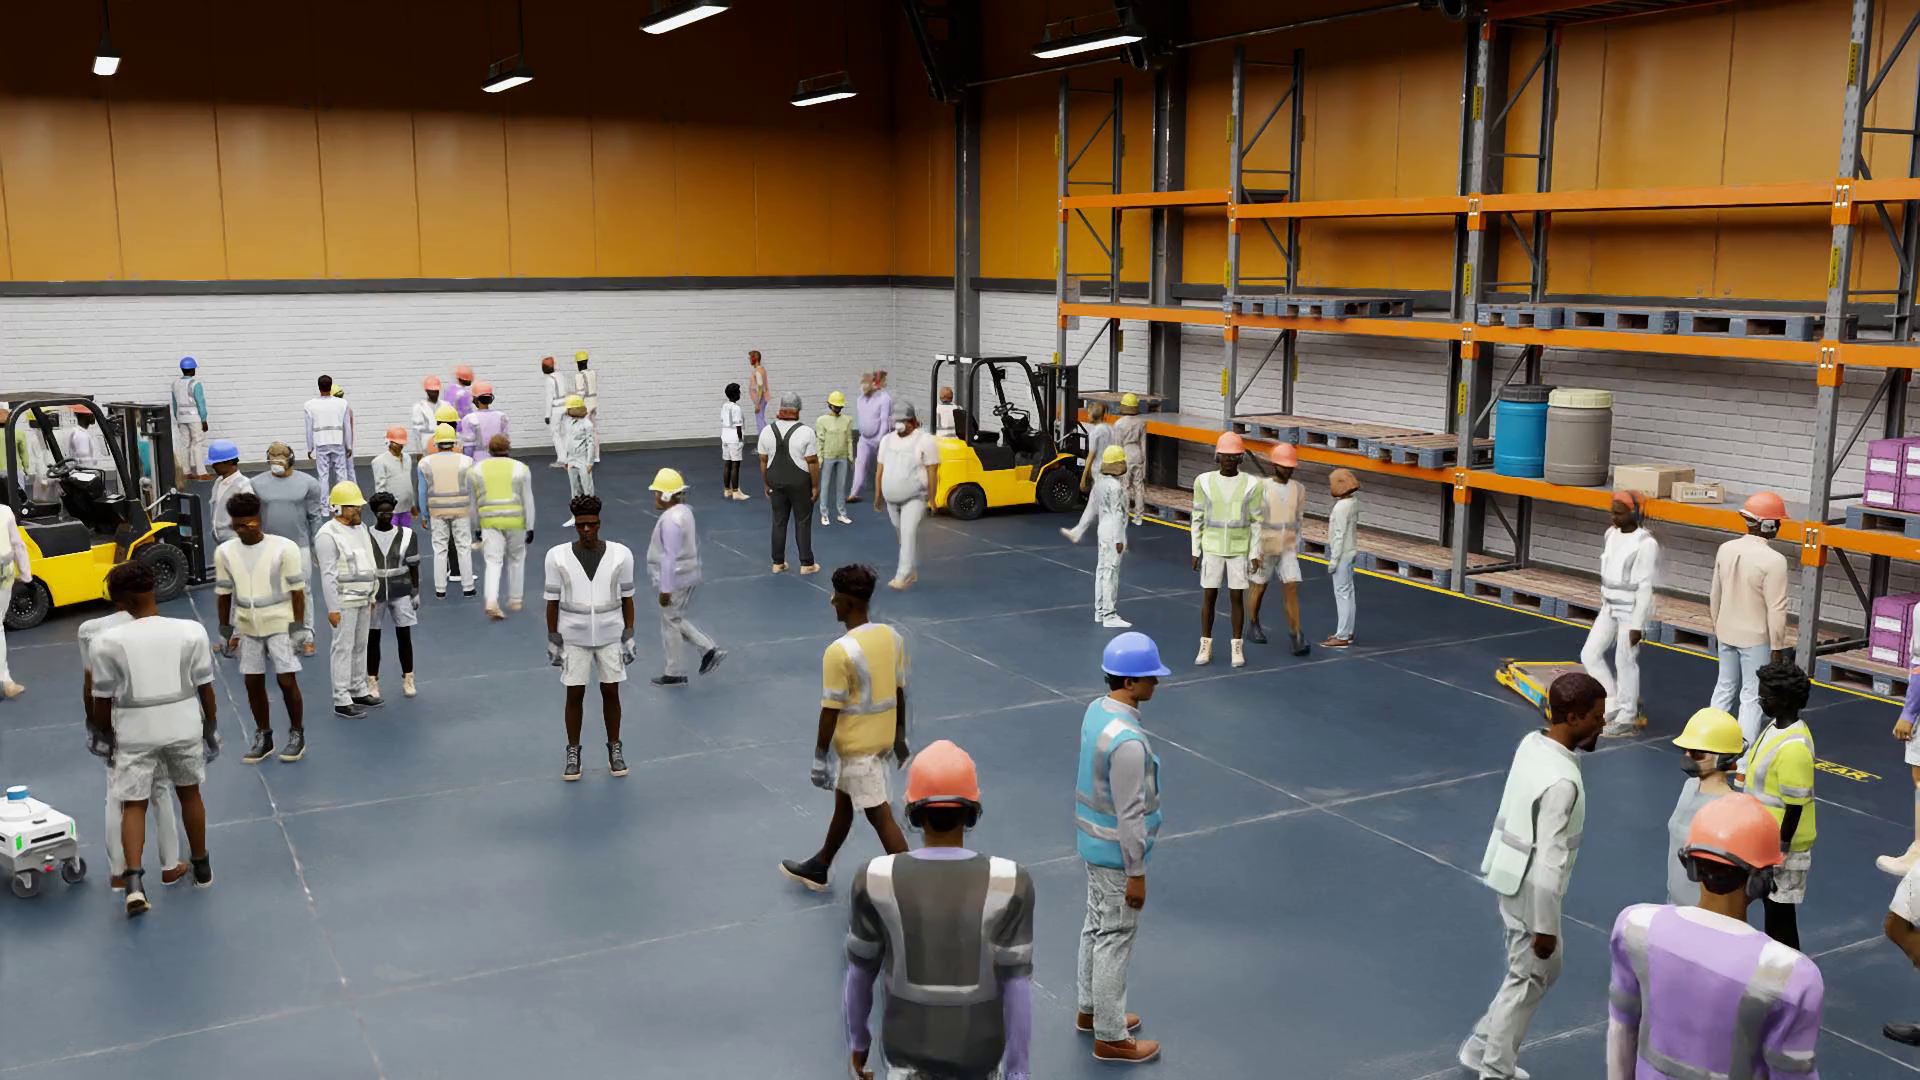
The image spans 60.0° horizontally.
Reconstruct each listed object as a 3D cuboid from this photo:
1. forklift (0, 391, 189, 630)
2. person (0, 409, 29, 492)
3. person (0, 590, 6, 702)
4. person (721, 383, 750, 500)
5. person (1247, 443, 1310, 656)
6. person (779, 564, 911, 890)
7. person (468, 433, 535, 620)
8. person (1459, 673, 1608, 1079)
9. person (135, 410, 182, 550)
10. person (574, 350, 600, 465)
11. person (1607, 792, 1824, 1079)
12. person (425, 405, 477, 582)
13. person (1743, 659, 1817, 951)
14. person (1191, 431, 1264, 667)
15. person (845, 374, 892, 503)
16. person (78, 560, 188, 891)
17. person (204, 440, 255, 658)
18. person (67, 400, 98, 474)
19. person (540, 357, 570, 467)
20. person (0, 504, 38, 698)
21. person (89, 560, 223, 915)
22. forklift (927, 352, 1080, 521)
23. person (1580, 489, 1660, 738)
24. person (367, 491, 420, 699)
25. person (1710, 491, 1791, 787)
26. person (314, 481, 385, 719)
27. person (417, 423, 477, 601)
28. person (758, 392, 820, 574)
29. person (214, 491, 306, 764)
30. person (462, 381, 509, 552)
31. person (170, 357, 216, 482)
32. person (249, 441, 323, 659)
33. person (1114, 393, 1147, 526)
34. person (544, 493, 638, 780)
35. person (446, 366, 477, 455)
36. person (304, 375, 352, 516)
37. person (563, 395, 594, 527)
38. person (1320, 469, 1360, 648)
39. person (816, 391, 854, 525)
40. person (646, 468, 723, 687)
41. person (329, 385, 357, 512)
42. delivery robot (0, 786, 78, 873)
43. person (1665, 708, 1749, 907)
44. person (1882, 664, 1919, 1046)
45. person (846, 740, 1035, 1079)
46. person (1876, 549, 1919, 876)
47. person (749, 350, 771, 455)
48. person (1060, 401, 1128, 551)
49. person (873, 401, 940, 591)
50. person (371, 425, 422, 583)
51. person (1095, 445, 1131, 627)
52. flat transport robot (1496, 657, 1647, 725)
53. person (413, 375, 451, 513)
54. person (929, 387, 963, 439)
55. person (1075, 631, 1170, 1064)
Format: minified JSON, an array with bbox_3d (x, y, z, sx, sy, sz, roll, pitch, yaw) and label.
[{"bbox_3d":[-9.026,-0.363,16.508,1.214,2.155,2.313,6,11,29],"label":"forklift"},{"bbox_3d":[-12.009,-0.855,20.960,0.507,1.631,0.270,-9,13,-41],"label":"person"},{"bbox_3d":[-6.259,0.864,10.295,0.639,1.903,0.409,-4,11,-24],"label":"person"},{"bbox_3d":[-3.271,-1.425,24.057,0.319,1.696,0.532,-6,12,-32],"label":"person"},{"bbox_3d":[2.852,0.072,14.908,0.560,1.885,0.985,-2,10,-12],"label":"person"},{"bbox_3d":[-0.565,1.075,9.039,1.032,1.914,0.621,5,11,28],"label":"person"},{"bbox_3d":[-4.496,-0.135,16.343,0.629,1.809,0.857,-2,10,-9],"label":"person"},{"bbox_3d":[2.373,1.459,6.919,0.500,1.887,0.607,2,10,9],"label":"person"},{"bbox_3d":[-9.472,-0.675,19.402,0.534,1.812,0.827,6,12,33],"label":"person"},{"bbox_3d":[-6.308,-2.226,28.011,0.381,1.923,0.591,3,10,17],"label":"person"},{"bbox_3d":[2.200,1.733,4.899,0.397,2.035,0.611,-8,13,-40],"label":"person"},{"bbox_3d":[-5.559,-0.504,18.089,0.585,1.927,0.366,9,13,40],"label":"person"},{"bbox_3d":[3.842,1.396,7.831,0.319,1.692,0.533,3,10,17],"label":"person"},{"bbox_3d":[2.300,0.080,14.382,0.608,2.048,0.364,2,10,11],"label":"person"},{"bbox_3d":[-1.232,-1.465,23.891,0.635,1.854,1.044,6,12,33],"label":"person"},{"bbox_3d":[-4.668,1.044,9.399,0.512,1.861,0.355,-3,10,-18],"label":"person"},{"bbox_3d":[-6.430,0.072,14.745,0.602,1.938,0.401,8,12,37],"label":"person"},{"bbox_3d":[-10.047,-0.683,19.124,0.440,1.918,0.563,-4,11,-24],"label":"person"},{"bbox_3d":[-6.683,-2.134,27.711,0.431,1.847,0.718,2,10,9],"label":"person"},{"bbox_3d":[-7.770,0.367,13.432,0.865,1.811,0.629,4,11,22],"label":"person"},{"bbox_3d":[-4.383,1.062,9.128,0.644,1.924,0.680,-6,12,-32],"label":"person"},{"bbox_3d":[0.460,-1.461,22.833,2.313,2.155,1.214,-5,11,-28],"label":"forklift"},{"bbox_3d":[4.840,0.546,12.210,0.455,1.869,0.610,-2,10,-11],"label":"person"},{"bbox_3d":[-4.592,0.441,13.335,0.533,1.694,0.320,-4,11,-20],"label":"person"},{"bbox_3d":[5.328,0.660,11.201,0.398,1.992,0.625,-3,10,-15],"label":"person"},{"bbox_3d":[-4.705,0.450,12.868,0.404,1.830,0.603,1,10,8],"label":"person"},{"bbox_3d":[-5.247,-0.289,17.113,0.600,1.836,0.404,-2,10,-12],"label":"person"},{"bbox_3d":[-1.861,-0.643,18.562,0.690,2.000,0.538,3,10,19],"label":"person"},{"bbox_3d":[-4.889,0.615,11.605,0.635,1.943,0.458,1,10,4],"label":"person"},{"bbox_3d":[-5.689,-0.882,19.934,0.375,2.043,0.611,9,13,42],"label":"person"},{"bbox_3d":[-11.971,-1.873,25.906,0.604,1.949,0.389,4,11,21],"label":"person"},{"bbox_3d":[-5.951,0.084,14.696,0.627,1.933,0.371,-2,10,-14],"label":"person"},{"bbox_3d":[2.212,-1.049,21.752,0.486,1.746,0.290,-5,11,-28],"label":"person"},{"bbox_3d":[-2.510,0.651,11.327,0.612,1.965,0.362,-3,10,-16],"label":"person"},{"bbox_3d":[-7.537,-1.704,25.156,0.616,1.874,0.640,-7,12,-36],"label":"person"},{"bbox_3d":[-8.562,-1.278,22.576,0.589,1.919,0.393,-5,11,-25],"label":"person"},{"bbox_3d":[-4.955,-1.014,21.572,0.483,1.738,0.313,7,12,35],"label":"person"},{"bbox_3d":[3.467,0.162,15.104,0.289,1.633,0.497,5,11,27],"label":"person"},{"bbox_3d":[-1.633,-1.077,21.868,0.523,1.764,0.323,-5,11,-29],"label":"person"},{"bbox_3d":[-2.305,0.315,13.664,0.528,1.822,0.590,0,10,2],"label":"person"},{"bbox_3d":[-8.568,-1.264,22.952,0.321,1.761,0.522,3,10,18],"label":"person"},{"bbox_3d":[-5.324,1.640,9.426,0.707,0.478,0.477,8,13,37],"label":"delivery robot"},{"bbox_3d":[3.003,1.542,6.768,0.304,1.772,0.528,0,10,1],"label":"person"},{"bbox_3d":[4.363,1.362,7.374,0.426,1.915,0.556,8,13,40],"label":"person"},{"bbox_3d":[-0.072,1.658,5.501,0.628,1.990,1.062,0,10,2],"label":"person"},{"bbox_3d":[5.578,0.929,9.496,0.608,2.048,0.364,-5,11,-28],"label":"person"},{"bbox_3d":[-3.541,-2.426,29.403,0.394,1.841,0.564,-1,10,-6],"label":"person"},{"bbox_3d":[1.633,-0.773,20.037,0.986,1.786,0.518,5,11,28],"label":"person"},{"bbox_3d":[-0.660,-0.479,17.621,0.704,2.000,0.900,6,12,33],"label":"person"},{"bbox_3d":[-6.014,-0.364,17.811,0.337,1.743,0.560,4,11,21],"label":"person"},{"bbox_3d":[1.471,-0.041,15.950,0.285,1.746,0.491,-2,10,-12],"label":"person"},{"bbox_3d":[4.803,1.184,13.134,0.652,0.197,1.431,0,10,-1],"label":"flat transport robot"},{"bbox_3d":[-7.181,-1.298,22.733,0.556,1.941,0.601,-9,13,-43],"label":"person"},{"bbox_3d":[-0.194,-1.391,24.035,0.524,1.636,0.308,-2,10,-13],"label":"person"},{"bbox_3d":[0.709,1.352,7.373,0.398,1.944,0.610,-1,10,-8],"label":"person"}]
